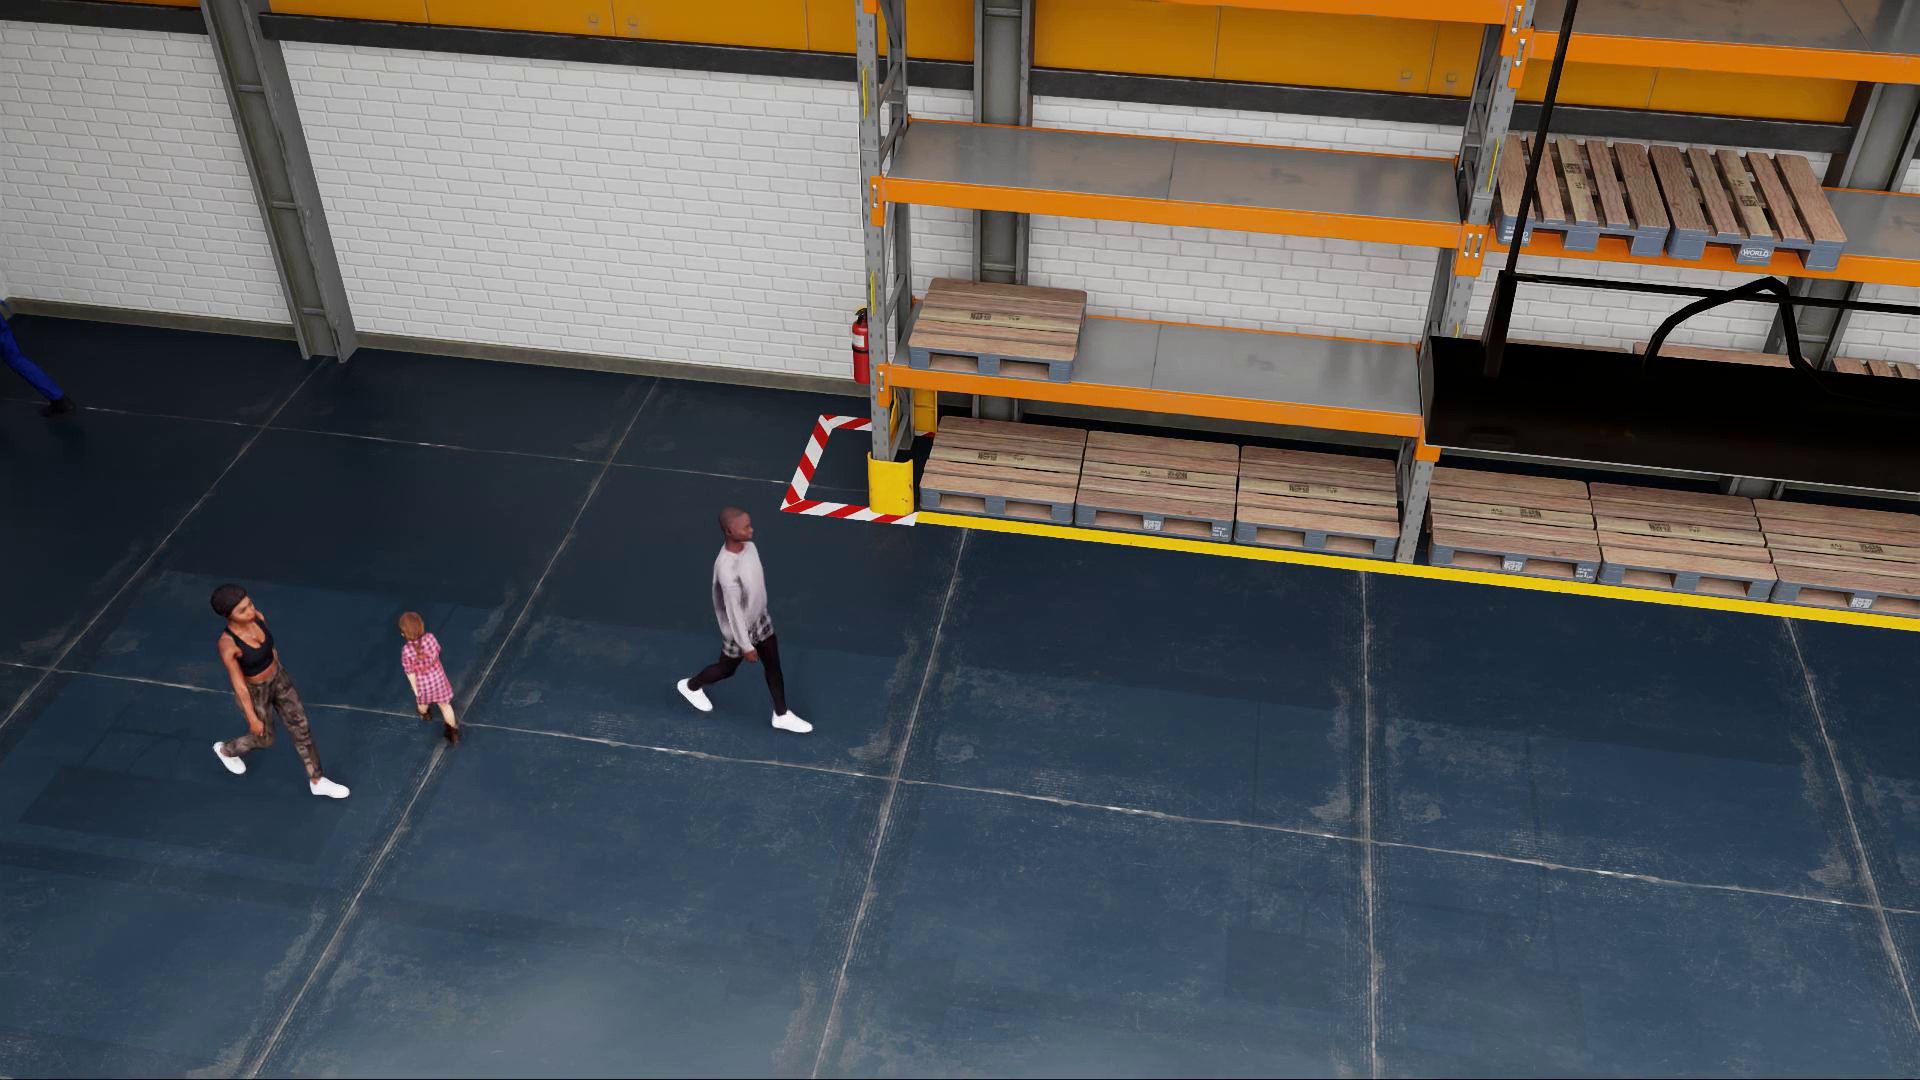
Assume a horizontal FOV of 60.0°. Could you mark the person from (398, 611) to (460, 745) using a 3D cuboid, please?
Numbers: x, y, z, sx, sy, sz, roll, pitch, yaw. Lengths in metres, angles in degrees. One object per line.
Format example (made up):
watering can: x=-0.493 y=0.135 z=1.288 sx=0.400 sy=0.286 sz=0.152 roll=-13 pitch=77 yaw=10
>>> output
person: x=-3.424 y=0.895 z=10.748 sx=0.687 sy=1.011 sz=0.772 roll=-28 pitch=46 yaw=-30

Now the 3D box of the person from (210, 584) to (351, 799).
person: x=-4.324 y=0.937 z=10.167 sx=1.116 sy=1.672 sz=0.646 roll=10 pitch=40 yaw=12

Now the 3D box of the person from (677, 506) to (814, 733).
person: x=-1.476 y=0.530 z=10.623 sx=1.225 sy=1.739 sz=0.780 roll=14 pitch=41 yaw=17
